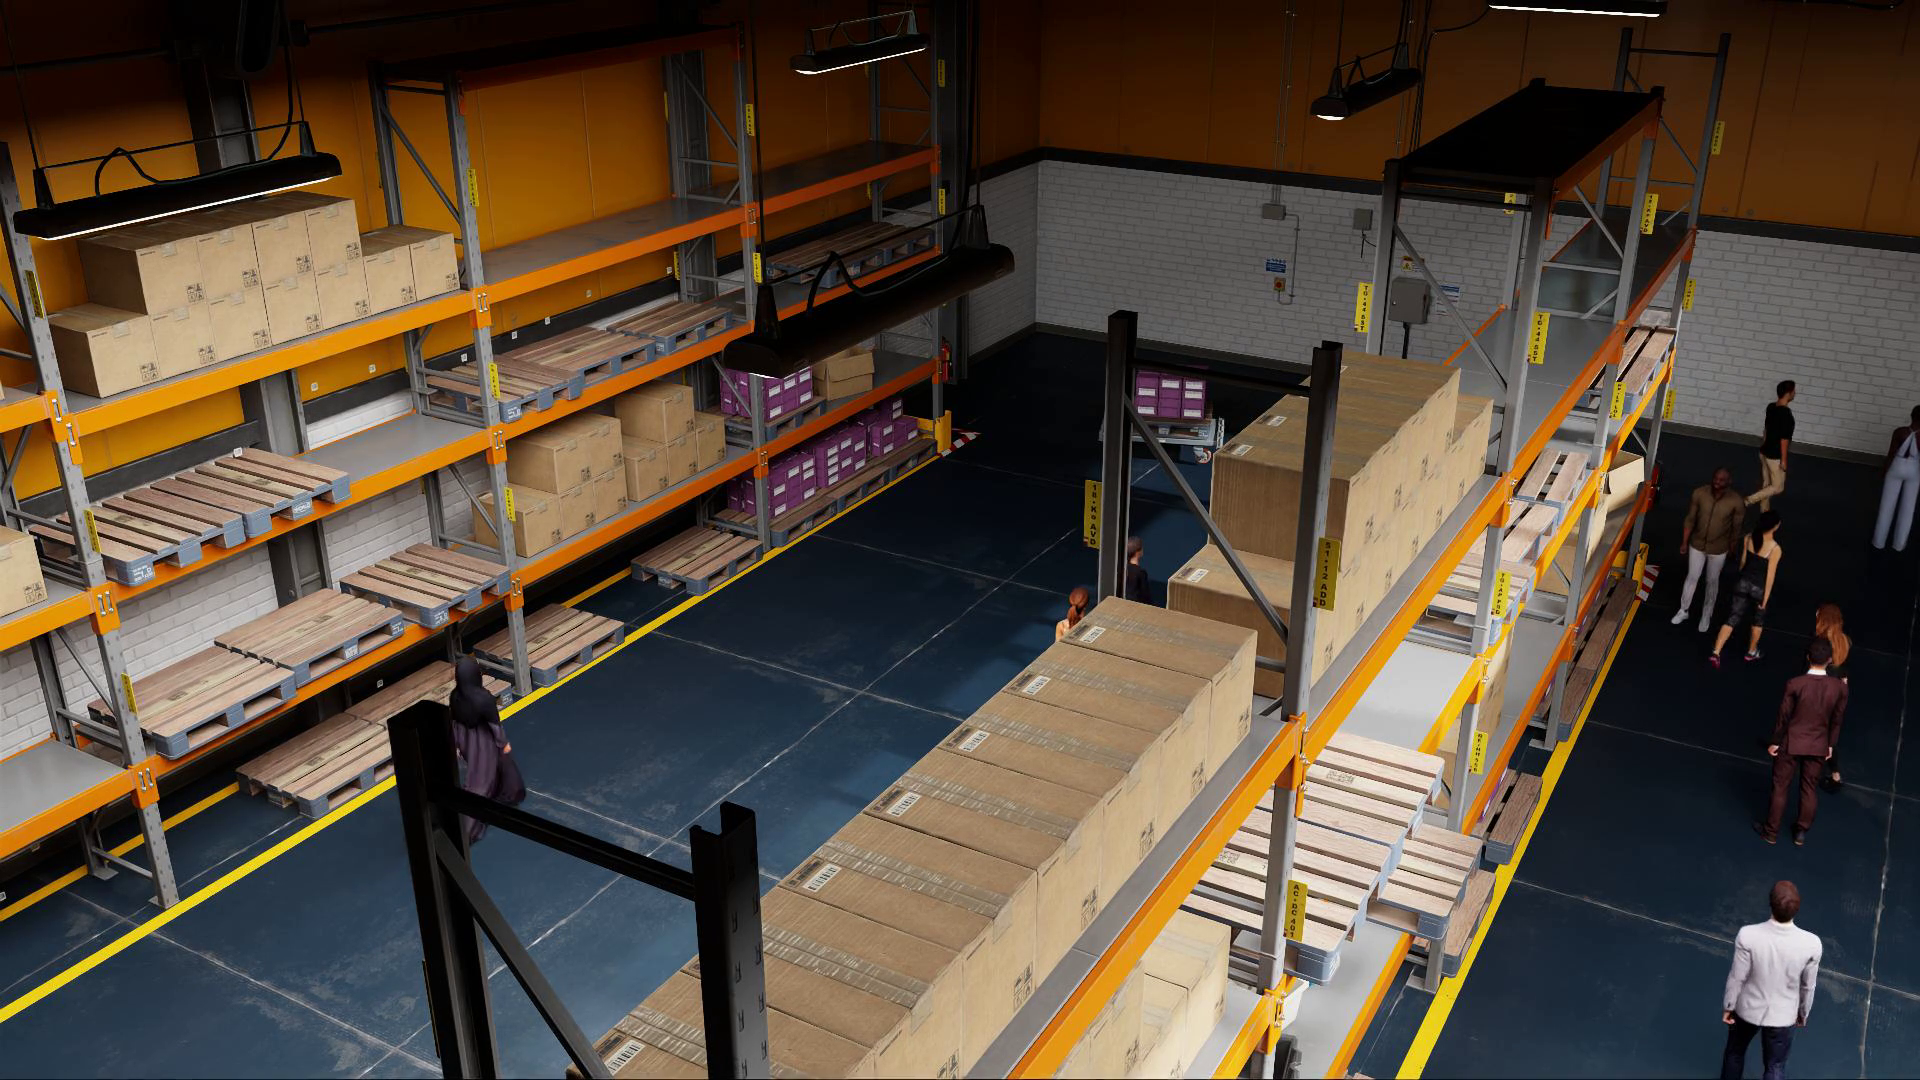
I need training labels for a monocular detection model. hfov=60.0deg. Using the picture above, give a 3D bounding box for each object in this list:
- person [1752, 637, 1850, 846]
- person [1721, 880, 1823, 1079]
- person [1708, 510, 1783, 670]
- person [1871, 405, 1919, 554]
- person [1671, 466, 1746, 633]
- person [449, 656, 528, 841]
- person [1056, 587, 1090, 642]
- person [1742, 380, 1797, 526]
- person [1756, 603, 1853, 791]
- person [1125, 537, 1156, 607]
[{"bbox_3d":[6.967,1.677,13.736,0.763,1.863,0.745,3,24,6],"label":"person"},{"bbox_3d":[5.163,3.052,10.632,0.766,1.829,1.093,9,25,20],"label":"person"},{"bbox_3d":[7.834,0.526,16.581,1.183,1.692,0.894,-16,29,-33],"label":"person"},{"bbox_3d":[10.958,-0.721,19.319,0.600,1.784,0.524,9,25,20],"label":"person"},{"bbox_3d":[7.879,0.060,17.484,0.758,1.825,0.609,18,29,35],"label":"person"},{"bbox_3d":[-4.071,1.740,13.915,0.616,1.604,1.114,14,27,29],"label":"person"},{"bbox_3d":[1.048,1.248,14.806,0.639,1.792,0.641,6,24,14],"label":"person"},{"bbox_3d":[9.666,-1.013,19.907,0.970,1.849,0.988,0,24,1],"label":"person"},{"bbox_3d":[7.618,1.402,14.607,1.188,1.669,1.104,-11,26,-24],"label":"person"},{"bbox_3d":[1.619,0.733,16.336,1.141,1.511,0.834,-16,28,-33],"label":"person"}]
